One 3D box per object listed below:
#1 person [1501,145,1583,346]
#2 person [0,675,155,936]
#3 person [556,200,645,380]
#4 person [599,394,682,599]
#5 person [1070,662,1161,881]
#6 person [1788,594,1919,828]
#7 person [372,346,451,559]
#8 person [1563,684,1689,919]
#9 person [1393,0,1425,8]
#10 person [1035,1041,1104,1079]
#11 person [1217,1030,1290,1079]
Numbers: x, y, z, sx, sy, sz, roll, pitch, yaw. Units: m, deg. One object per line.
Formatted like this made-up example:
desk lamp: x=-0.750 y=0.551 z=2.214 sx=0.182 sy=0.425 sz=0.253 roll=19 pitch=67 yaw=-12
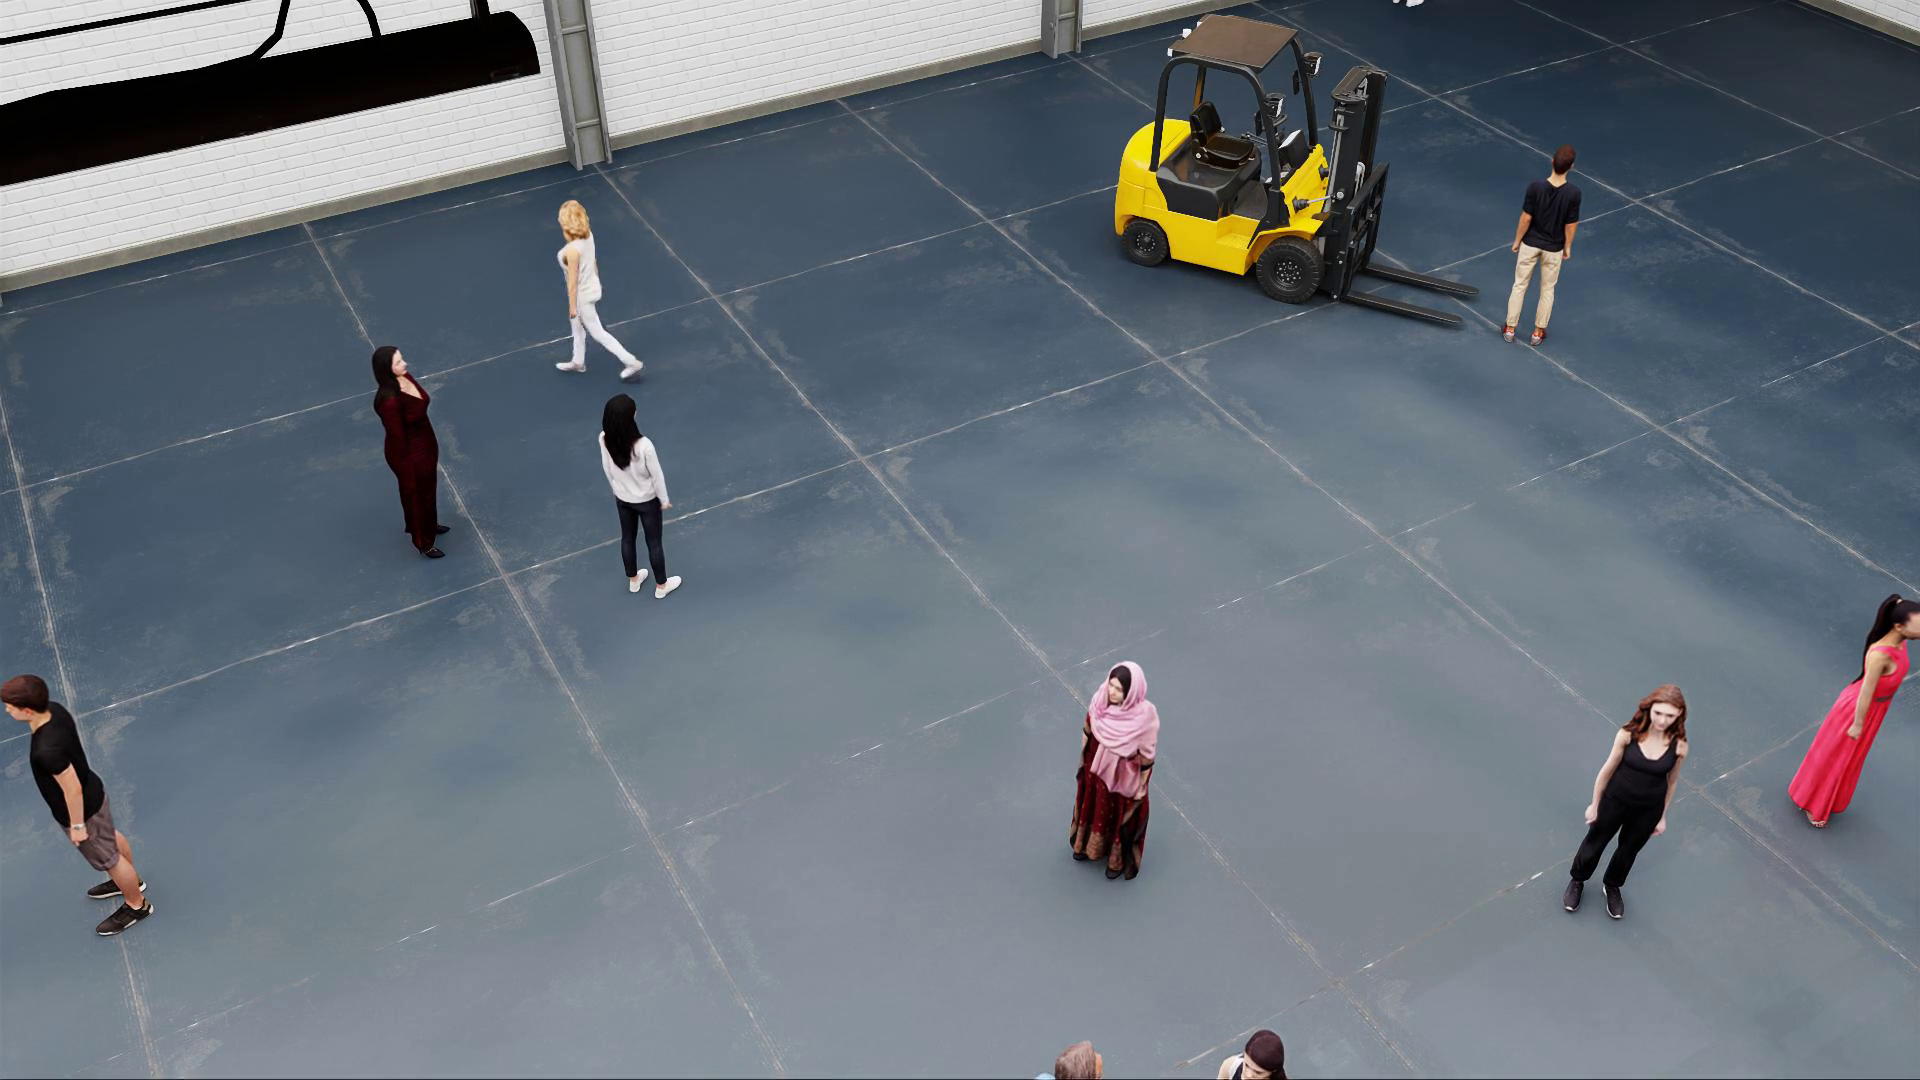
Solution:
person: x=5.075 y=-2.559 z=14.481 sx=0.708 sy=1.859 sz=0.750 roll=12 pitch=40 yaw=15
person: x=-4.997 y=1.473 z=9.431 sx=0.557 sy=1.861 sz=0.687 roll=-19 pitch=42 yaw=-22
person: x=-3.093 y=-2.068 z=14.041 sx=1.122 sy=1.642 sz=0.993 roll=4 pitch=39 yaw=5
person: x=-2.299 y=-0.313 z=11.797 sx=0.711 sy=1.700 sz=0.751 roll=14 pitch=41 yaw=17
person: x=0.918 y=1.332 z=9.787 sx=0.746 sy=1.638 sz=0.732 roll=26 pitch=45 yaw=29
person: x=5.464 y=1.034 z=10.088 sx=0.740 sy=1.727 sz=0.605 roll=30 pitch=48 yaw=32
person: x=-4.034 y=-0.662 z=12.187 sx=0.743 sy=1.757 sz=0.750 roll=-4 pitch=39 yaw=-4
person: x=3.836 y=1.482 z=9.510 sx=0.657 sy=1.747 sz=0.724 roll=8 pitch=39 yaw=10
person: x=5.723 y=-7.628 z=20.896 sx=0.582 sy=1.774 sz=0.632 roll=-29 pitch=47 yaw=-31
person: x=0.513 y=2.906 z=7.670 sx=0.717 sy=1.820 sz=0.681 roll=30 pitch=47 yaw=32
person: x=1.361 y=2.854 z=7.873 sx=0.641 sy=1.648 sz=0.654 roll=20 pitch=43 yaw=23
